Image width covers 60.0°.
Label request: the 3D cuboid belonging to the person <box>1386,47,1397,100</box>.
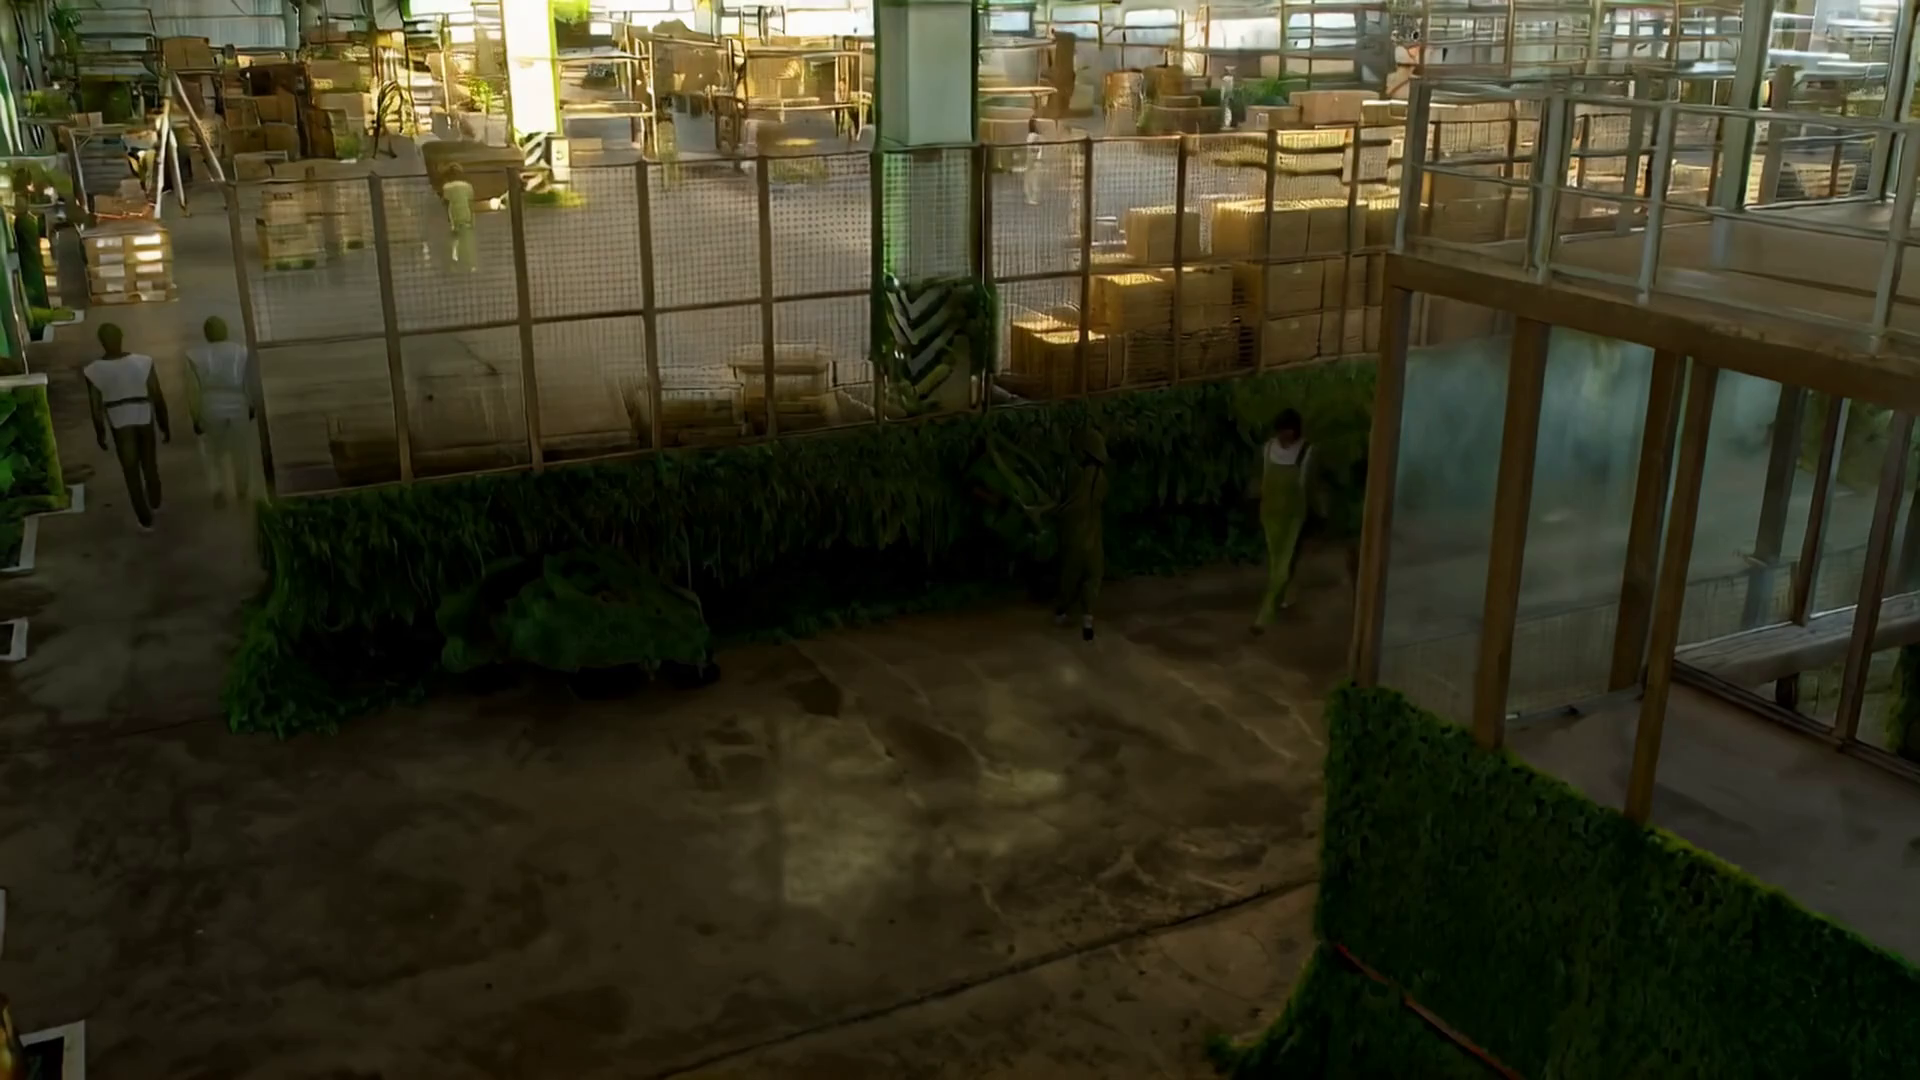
[{"bbox_3d":[16.632,-17.939,64.023,0.391,1.986,0.608,4,19,11],"label":"person"}]

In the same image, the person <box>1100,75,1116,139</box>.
[{"bbox_3d":[4.439,-12.939,49.728,0.512,1.860,0.322,14,24,35],"label":"person"}]

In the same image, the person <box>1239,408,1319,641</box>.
[{"bbox_3d":[2.430,-0.153,12.774,0.552,1.777,1.015,12,22,31],"label":"person"}]

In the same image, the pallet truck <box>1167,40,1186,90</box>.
[{"bbox_3d":[9.045,-19.971,69.895,0.823,1.965,1.885,-3,19,-8],"label":"pallet truck"}]

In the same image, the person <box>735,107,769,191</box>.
[{"bbox_3d":[-4.763,-8.879,37.869,0.900,1.921,0.609,9,21,25],"label":"person"}]

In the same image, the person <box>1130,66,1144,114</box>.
[{"bbox_3d":[6.186,-15.710,58.083,0.523,1.638,0.311,-5,20,-14],"label":"person"}]

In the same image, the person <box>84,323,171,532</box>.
[{"bbox_3d":[-7.616,-1.056,15.248,0.604,1.873,0.877,-12,22,-31],"label":"person"}]

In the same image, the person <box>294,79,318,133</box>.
[{"bbox_3d":[-18.813,-12.332,47.915,0.606,1.897,0.872,-8,21,-22],"label":"person"}]

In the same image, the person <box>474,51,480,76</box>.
[{"bbox_3d":[-19.949,-19.610,69.325,0.548,1.679,0.382,-1,19,-4],"label":"person"}]

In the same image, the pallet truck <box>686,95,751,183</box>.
[{"bbox_3d":[-5.836,-9.608,39.856,0.823,1.965,1.885,10,22,27],"label":"pallet truck"}]

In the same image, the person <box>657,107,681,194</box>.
[{"bbox_3d":[-6.611,-8.850,37.780,0.586,1.920,0.396,14,24,36],"label":"person"}]

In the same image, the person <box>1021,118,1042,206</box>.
[{"bbox_3d":[1.539,-8.087,35.636,0.424,1.867,0.614,10,21,26],"label":"person"}]

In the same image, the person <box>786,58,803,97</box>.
[{"bbox_3d":[-5.964,-16.466,60.016,0.642,1.817,0.827,1,19,3],"label":"person"}]

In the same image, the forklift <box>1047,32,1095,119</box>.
[{"bbox_3d":[3.560,-15.774,56.397,1.873,2.768,1.129,-9,21,-25],"label":"forklift"}]

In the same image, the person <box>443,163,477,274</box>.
[{"bbox_3d":[-8.341,-5.343,27.745,0.520,1.840,0.732,-1,19,-4],"label":"person"}]

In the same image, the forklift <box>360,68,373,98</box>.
[{"bbox_3d":[-22.652,-18.794,65.152,1.873,2.768,1.129,-8,20,-21],"label":"forklift"}]

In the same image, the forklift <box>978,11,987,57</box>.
[{"bbox_3d":[0.994,-25.110,83.459,1.873,2.768,1.129,-9,21,-25],"label":"forklift"}]

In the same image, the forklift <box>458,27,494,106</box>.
[{"bbox_3d":[-17.424,-17.343,60.945,1.873,2.768,1.129,-9,21,-25],"label":"forklift"}]

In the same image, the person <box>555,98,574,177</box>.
[{"bbox_3d":[-9.825,-9.824,40.607,0.700,1.916,0.633,12,22,31],"label":"person"}]

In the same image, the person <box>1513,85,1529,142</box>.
[{"bbox_3d":[16.261,-12.352,48.295,0.501,1.678,0.544,7,20,20],"label":"person"}]

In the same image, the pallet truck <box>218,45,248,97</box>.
[{"bbox_3d":[-28.879,-18.665,66.111,0.823,1.965,1.885,-3,19,-9],"label":"pallet truck"}]

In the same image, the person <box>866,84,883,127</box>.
[{"bbox_3d":[-2.222,-11.101,44.117,0.535,2.000,0.674,-1,19,-3],"label":"person"}]

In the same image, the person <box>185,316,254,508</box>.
[{"bbox_3d":[-7.014,-1.229,15.845,0.640,1.817,0.668,-11,22,-30],"label":"person"}]

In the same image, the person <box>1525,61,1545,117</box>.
[{"bbox_3d":[19.254,-15.054,55.732,0.630,1.940,0.372,6,20,16],"label":"person"}]

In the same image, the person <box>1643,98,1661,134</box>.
[{"bbox_3d":[16.830,-9.864,40.755,0.541,1.900,0.919,-8,21,-22],"label":"person"}]

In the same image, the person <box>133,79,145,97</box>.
[{"bbox_3d":[-25.350,-13.404,51.418,0.525,1.632,0.323,6,20,18],"label":"person"}]

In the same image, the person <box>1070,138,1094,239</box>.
[{"bbox_3d":[2.306,-6.636,31.431,0.354,1.877,0.574,-16,25,-39],"label":"person"}]

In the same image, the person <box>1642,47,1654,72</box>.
[{"bbox_3d":[28.642,-19.654,69.326,0.319,1.767,0.534,-11,22,-28],"label":"person"}]

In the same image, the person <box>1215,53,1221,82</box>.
[{"bbox_3d":[11.463,-21.534,74.518,0.542,1.938,0.358,15,24,38],"label":"person"}]

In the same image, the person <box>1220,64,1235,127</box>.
[{"bbox_3d":[8.571,-14.299,53.520,0.600,1.945,0.629,14,24,35],"label":"person"}]

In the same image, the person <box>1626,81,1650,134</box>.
[{"bbox_3d":[20.102,-12.911,49.373,0.632,2.032,0.420,4,19,12],"label":"person"}]

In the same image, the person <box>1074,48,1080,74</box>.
[{"bbox_3d":[4.468,-18.492,65.784,1.005,1.895,0.644,15,24,37],"label":"person"}]
